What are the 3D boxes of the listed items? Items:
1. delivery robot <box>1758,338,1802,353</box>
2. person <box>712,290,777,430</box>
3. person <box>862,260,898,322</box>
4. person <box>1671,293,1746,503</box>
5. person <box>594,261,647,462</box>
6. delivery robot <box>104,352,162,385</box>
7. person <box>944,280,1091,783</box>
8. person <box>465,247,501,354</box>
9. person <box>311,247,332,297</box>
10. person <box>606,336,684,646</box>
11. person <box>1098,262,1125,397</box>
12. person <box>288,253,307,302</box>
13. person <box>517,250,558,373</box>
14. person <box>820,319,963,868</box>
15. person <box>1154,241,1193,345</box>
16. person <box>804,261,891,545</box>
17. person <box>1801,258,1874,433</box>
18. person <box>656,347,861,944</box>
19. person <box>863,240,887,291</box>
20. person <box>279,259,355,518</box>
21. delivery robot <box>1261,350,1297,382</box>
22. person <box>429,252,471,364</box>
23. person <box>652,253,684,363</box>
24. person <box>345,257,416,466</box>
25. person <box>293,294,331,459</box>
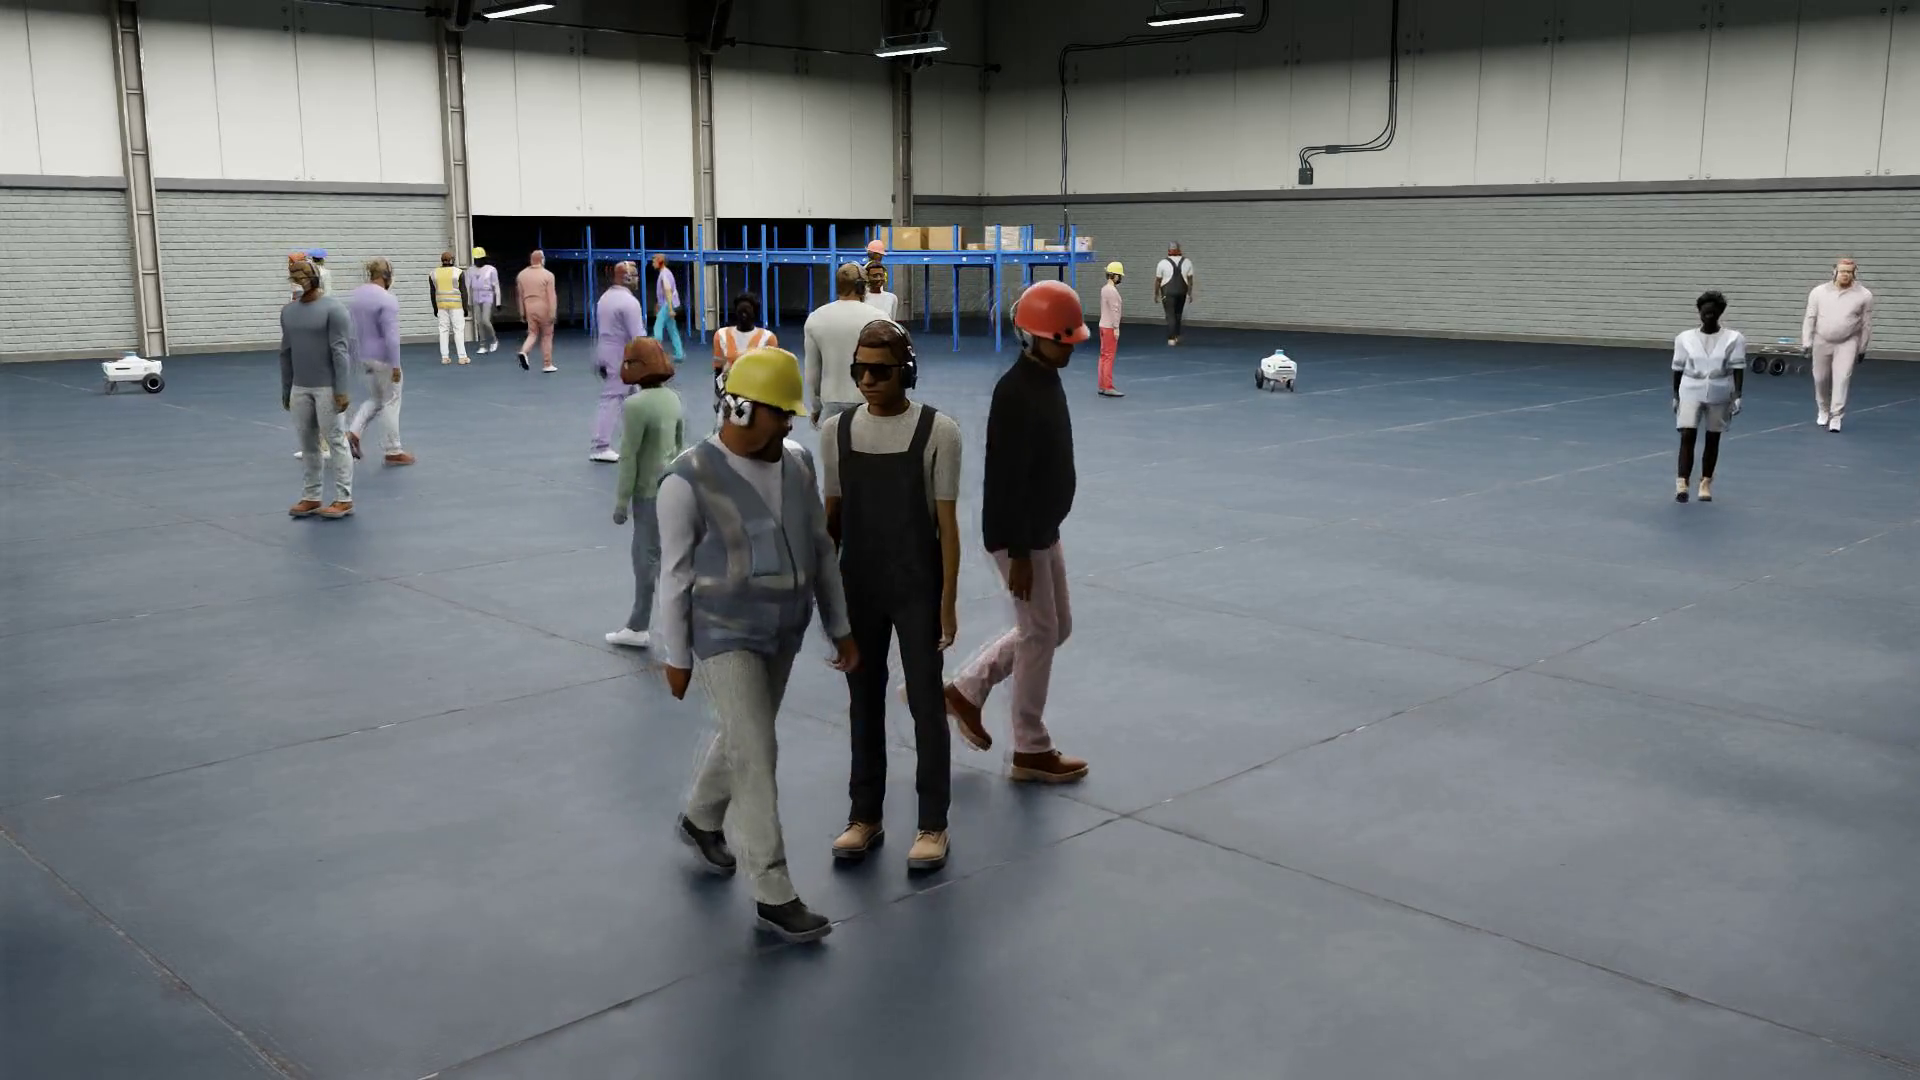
[{"bbox_3d":[12.617,-2.985,25.514,0.698,0.223,0.335,-2,11,-11],"label":"delivery robot"},{"bbox_3d":[-1.687,-1.123,13.111,0.547,1.682,0.370,1,10,5],"label":"person"},{"bbox_3d":[-0.835,-1.817,16.402,0.510,1.872,0.328,-5,12,-26],"label":"person"},{"bbox_3d":[5.878,-1.104,13.100,0.538,1.656,0.848,4,11,22],"label":"person"},{"bbox_3d":[-3.089,-1.684,15.701,0.960,1.857,0.669,-7,12,-33],"label":"person"},{"bbox_3d":[-11.209,-2.309,22.534,0.707,0.478,0.477,-5,12,-26],"label":"delivery robot"},{"bbox_3d":[0.221,-0.021,6.415,0.598,1.952,0.634,3,11,16],"label":"person"},{"bbox_3d":[-8.547,-4.282,29.742,0.604,1.906,0.436,3,11,17],"label":"person"},{"bbox_3d":[-10.909,-3.999,28.199,0.605,1.916,0.900,3,11,16],"label":"person"},{"bbox_3d":[-1.496,-0.225,8.425,0.719,1.610,0.501,3,11,14],"label":"person"},{"bbox_3d":[2.010,-2.786,21.997,0.328,1.759,0.524,-2,11,-11],"label":"person"},{"bbox_3d":[-8.549,-2.799,21.715,0.337,1.882,0.585,-4,11,-20],"label":"person"},{"bbox_3d":[-6.520,-3.521,25.649,0.661,1.887,0.642,3,11,18],"label":"person"},{"bbox_3d":[-0.237,0.183,5.587,0.505,1.841,0.331,3,11,17],"label":"person"},{"bbox_3d":[4.116,-4.809,32.370,0.709,2.000,0.976,-2,11,-8],"label":"person"},{"bbox_3d":[-0.730,-0.905,11.255,0.645,1.936,0.380,3,11,17],"label":"person"},{"bbox_3d":[9.622,-2.157,18.263,0.638,1.870,0.921,7,13,35],"label":"person"},{"bbox_3d":[-0.687,0.276,5.247,0.875,1.781,0.584,8,13,37],"label":"person"},{"bbox_3d":[-1.273,-3.440,24.809,0.392,2.033,0.605,0,10,-1],"label":"person"},{"bbox_3d":[-4.851,-1.136,12.519,0.629,1.937,0.394,4,11,21],"label":"person"},{"bbox_3d":[4.392,-2.380,22.919,0.477,0.478,0.707,-1,10,-4],"label":"delivery robot"},{"bbox_3d":[-8.427,-3.839,27.524,0.621,1.838,0.429,1,10,4],"label":"person"},{"bbox_3d":[-4.970,-3.844,27.629,0.790,1.810,0.571,-1,10,-7],"label":"person"},{"bbox_3d":[-5.413,-1.635,15.318,0.686,1.911,0.577,9,13,39],"label":"person"},{"bbox_3d":[-6.168,-1.581,15.757,0.285,1.633,0.499,-8,13,-37],"label":"person"}]
